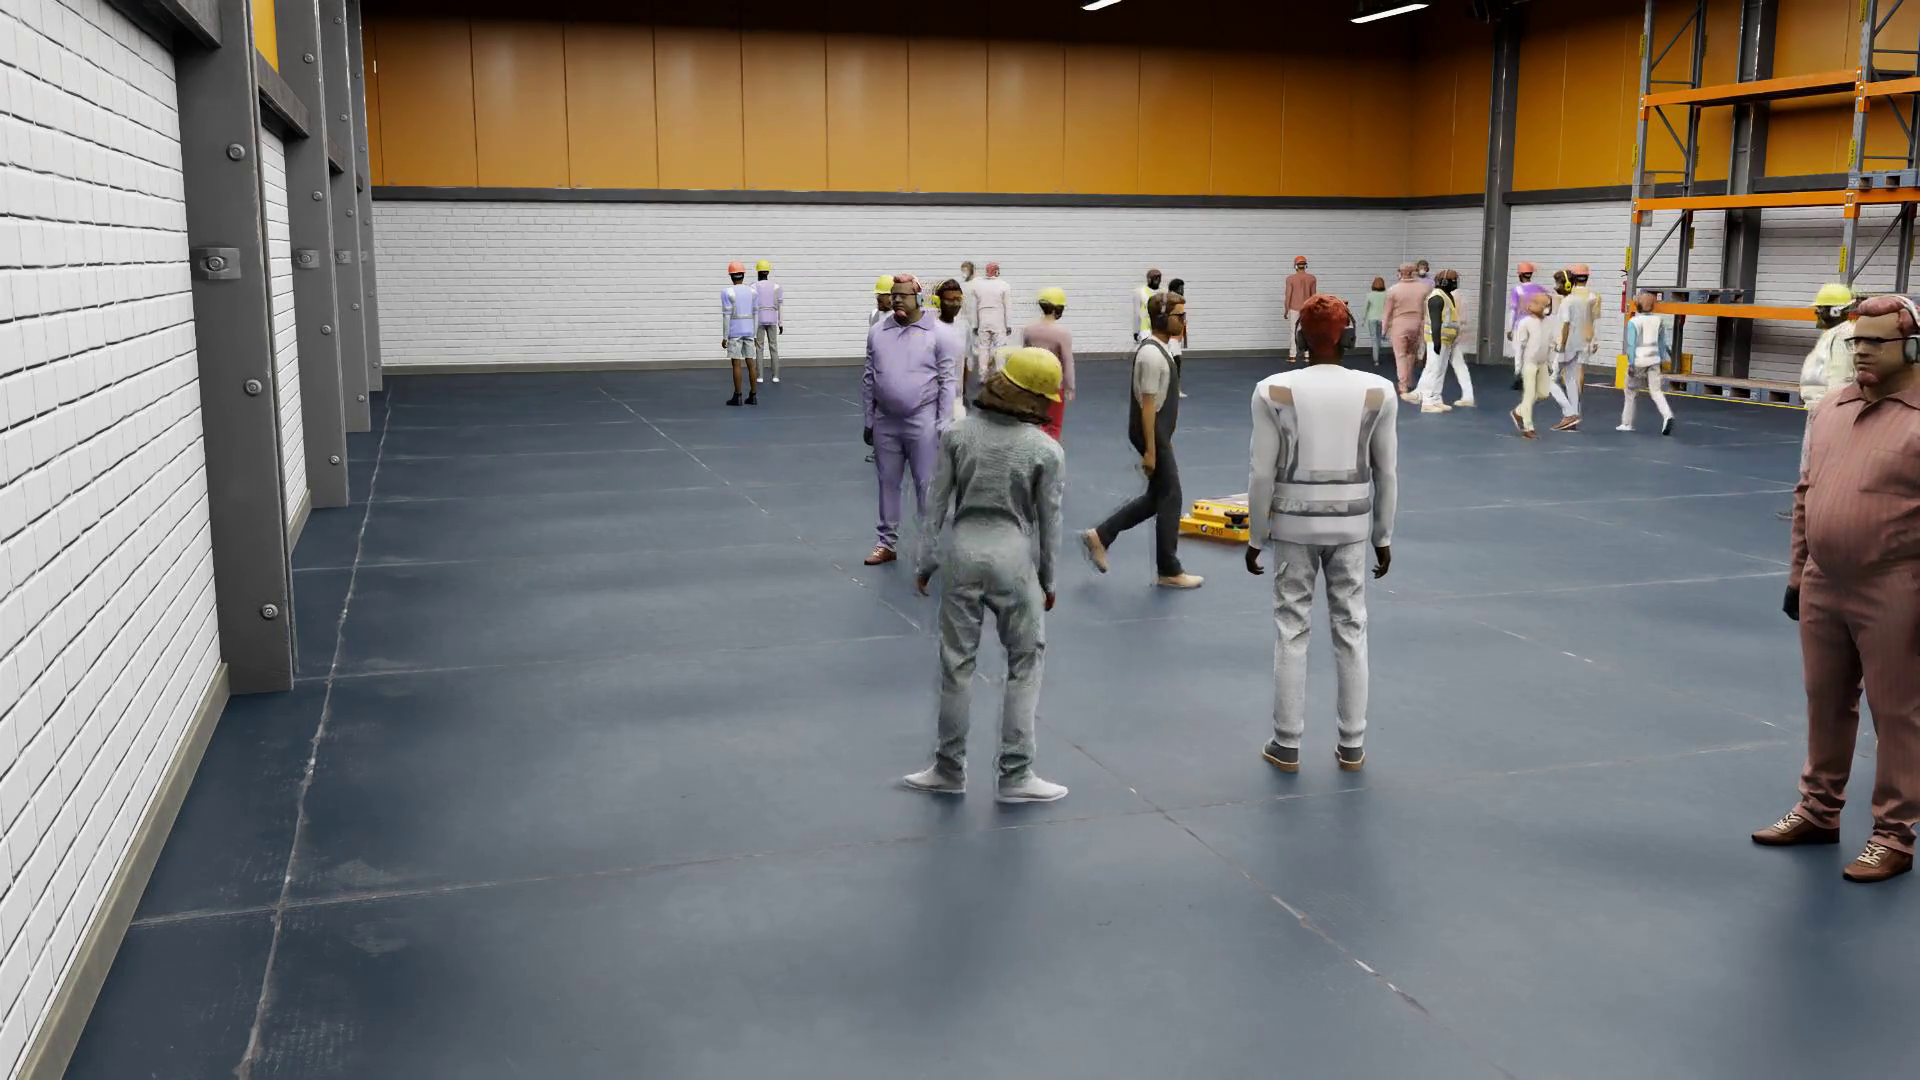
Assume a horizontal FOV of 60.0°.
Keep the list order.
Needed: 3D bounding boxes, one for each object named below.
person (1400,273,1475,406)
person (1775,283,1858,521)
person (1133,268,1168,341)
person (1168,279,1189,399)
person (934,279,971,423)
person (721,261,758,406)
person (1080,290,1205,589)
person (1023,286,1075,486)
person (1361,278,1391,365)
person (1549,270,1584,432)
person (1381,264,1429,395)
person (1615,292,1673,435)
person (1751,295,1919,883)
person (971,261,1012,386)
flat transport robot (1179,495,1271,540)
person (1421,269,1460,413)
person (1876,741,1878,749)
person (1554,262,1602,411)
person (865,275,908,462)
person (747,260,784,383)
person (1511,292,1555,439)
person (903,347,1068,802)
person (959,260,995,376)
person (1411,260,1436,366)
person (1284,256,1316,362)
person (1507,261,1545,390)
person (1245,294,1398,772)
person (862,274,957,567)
[{"bbox_3d":[6.473,-2.680,22.272,1.012,1.778,0.653,7,12,36],"label":"person"},{"bbox_3d":[6.570,-1.016,12.505,0.611,1.818,0.607,3,10,18],"label":"person"},{"bbox_3d":[2.901,-3.205,25.215,0.632,1.816,0.869,-4,11,-22],"label":"person"},{"bbox_3d":[3.048,-2.801,23.221,0.663,1.671,0.556,7,12,35],"label":"person"},{"bbox_3d":[-0.083,-1.040,12.606,0.534,1.837,0.816,-6,11,-29],"label":"person"},{"bbox_3d":[-2.960,-2.762,22.284,0.547,1.934,0.375,-7,12,-37],"label":"person"},{"bbox_3d":[1.130,-0.605,10.112,0.680,1.824,0.509,1,10,7],"label":"person"},{"bbox_3d":[0.785,-1.317,14.428,0.551,1.751,0.367,8,13,40],"label":"person"},{"bbox_3d":[7.646,-4.018,30.548,0.518,1.582,0.847,0,10,3],"label":"person"},{"bbox_3d":[6.909,-2.145,18.952,0.383,1.850,0.563,9,13,43],"label":"person"},{"bbox_3d":[6.391,-3.045,24.074,0.676,1.877,0.804,-2,10,-10],"label":"person"},{"bbox_3d":[7.783,-1.994,18.798,0.518,1.606,0.797,-3,10,-16],"label":"person"},{"bbox_3d":[2.978,0.155,5.475,0.409,1.905,0.652,-4,10,-20],"label":"person"},{"bbox_3d":[0.505,-3.316,25.569,0.640,1.910,0.401,4,11,21],"label":"person"},{"bbox_3d":[2.270,-0.204,12.280,1.431,0.197,0.652,-8,13,-41],"label":"flat transport robot"},{"bbox_3d":[6.194,-2.552,21.380,0.432,1.835,0.629,7,12,34],"label":"person"},{"bbox_3d":[3.992,-0.088,6.724,0.602,1.961,0.371,-8,12,-38],"label":"person"},{"bbox_3d":[7.979,-2.621,21.506,0.566,1.919,0.478,4,11,23],"label":"person"},{"bbox_3d":[-0.679,-1.654,16.169,0.594,1.828,0.403,8,12,38],"label":"person"},{"bbox_3d":[-3.072,-3.428,26.155,0.594,1.926,0.370,-3,10,-18],"label":"person"},{"bbox_3d":[6.311,-1.934,18.389,0.518,1.615,0.484,-4,11,-24],"label":"person"},{"bbox_3d":[0.075,0.126,6.250,0.639,1.697,0.339,2,10,13],"label":"person"},{"bbox_3d":[0.268,-3.654,27.492,0.644,1.918,0.642,9,13,42],"label":"person"},{"bbox_3d":[8.305,-4.082,29.972,0.641,1.914,0.741,2,10,11],"label":"person"},{"bbox_3d":[6.383,-4.335,31.238,0.608,1.987,0.388,-1,10,-8],"label":"person"},{"bbox_3d":[8.380,-3.162,24.625,0.573,1.925,0.496,-2,10,-11],"label":"person"},{"bbox_3d":[1.415,-0.020,6.551,0.585,1.882,0.340,0,10,1],"label":"person"},{"bbox_3d":[-0.353,-0.769,10.828,0.651,1.907,0.405,4,10,20],"label":"person"}]
